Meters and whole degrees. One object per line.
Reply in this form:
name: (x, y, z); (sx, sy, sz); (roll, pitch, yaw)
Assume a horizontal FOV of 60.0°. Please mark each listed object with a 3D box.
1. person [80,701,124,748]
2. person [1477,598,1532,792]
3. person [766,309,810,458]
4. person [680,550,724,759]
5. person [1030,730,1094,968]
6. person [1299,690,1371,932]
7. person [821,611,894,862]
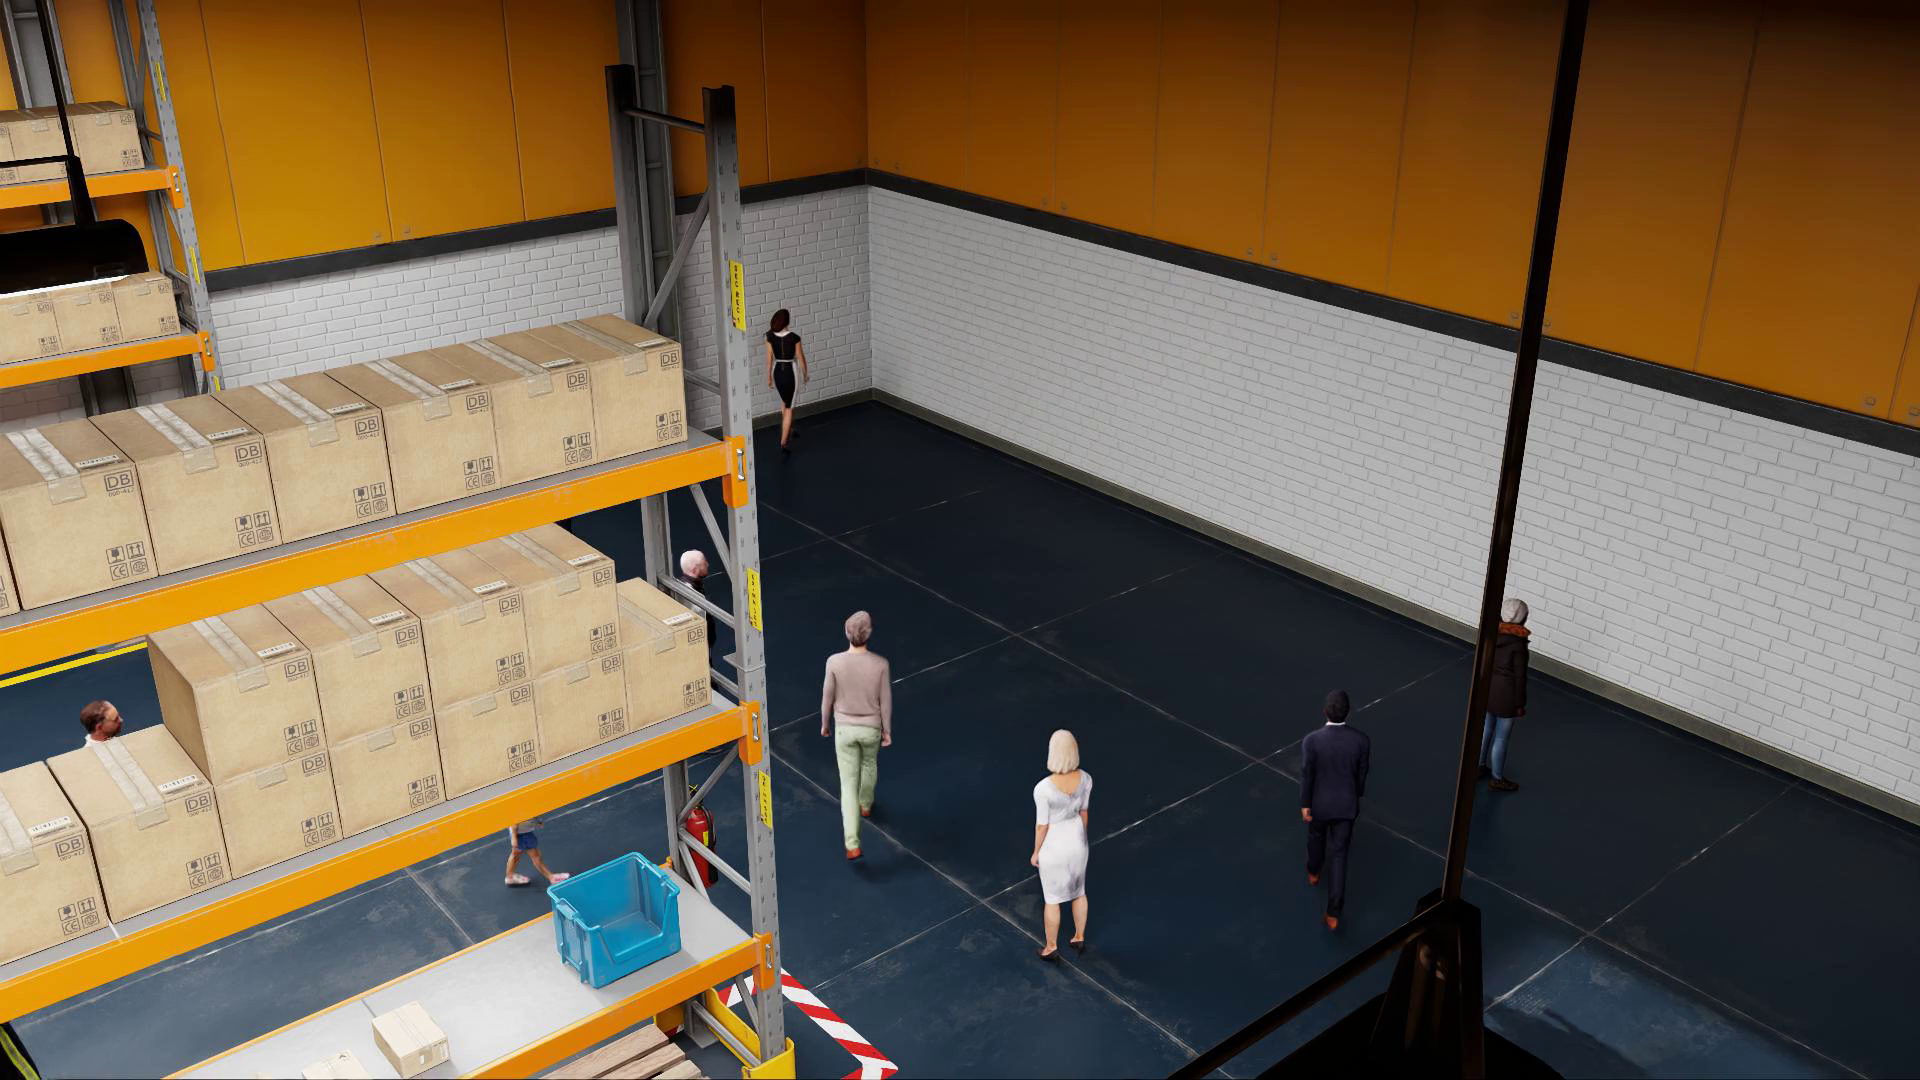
person: (-5.729, 1.916, 11.154); (1.010, 1.840, 0.865); (-7, 25, -16)
person: (4.254, 1.197, 13.057); (0.713, 1.633, 0.708); (-8, 25, -18)
person: (-2.096, -1.841, 19.830); (0.870, 1.774, 1.007); (7, 25, 16)
person: (-2.237, 0.950, 13.396); (0.898, 1.814, 0.848); (-3, 24, -6)
person: (0.686, 2.034, 10.994); (0.535, 1.751, 0.680); (-10, 26, -22)
person: (2.576, 1.877, 11.431); (1.135, 1.688, 1.200); (2, 24, 4)
person: (-0.741, 1.465, 12.181); (1.314, 1.842, 1.213); (-3, 24, -8)
